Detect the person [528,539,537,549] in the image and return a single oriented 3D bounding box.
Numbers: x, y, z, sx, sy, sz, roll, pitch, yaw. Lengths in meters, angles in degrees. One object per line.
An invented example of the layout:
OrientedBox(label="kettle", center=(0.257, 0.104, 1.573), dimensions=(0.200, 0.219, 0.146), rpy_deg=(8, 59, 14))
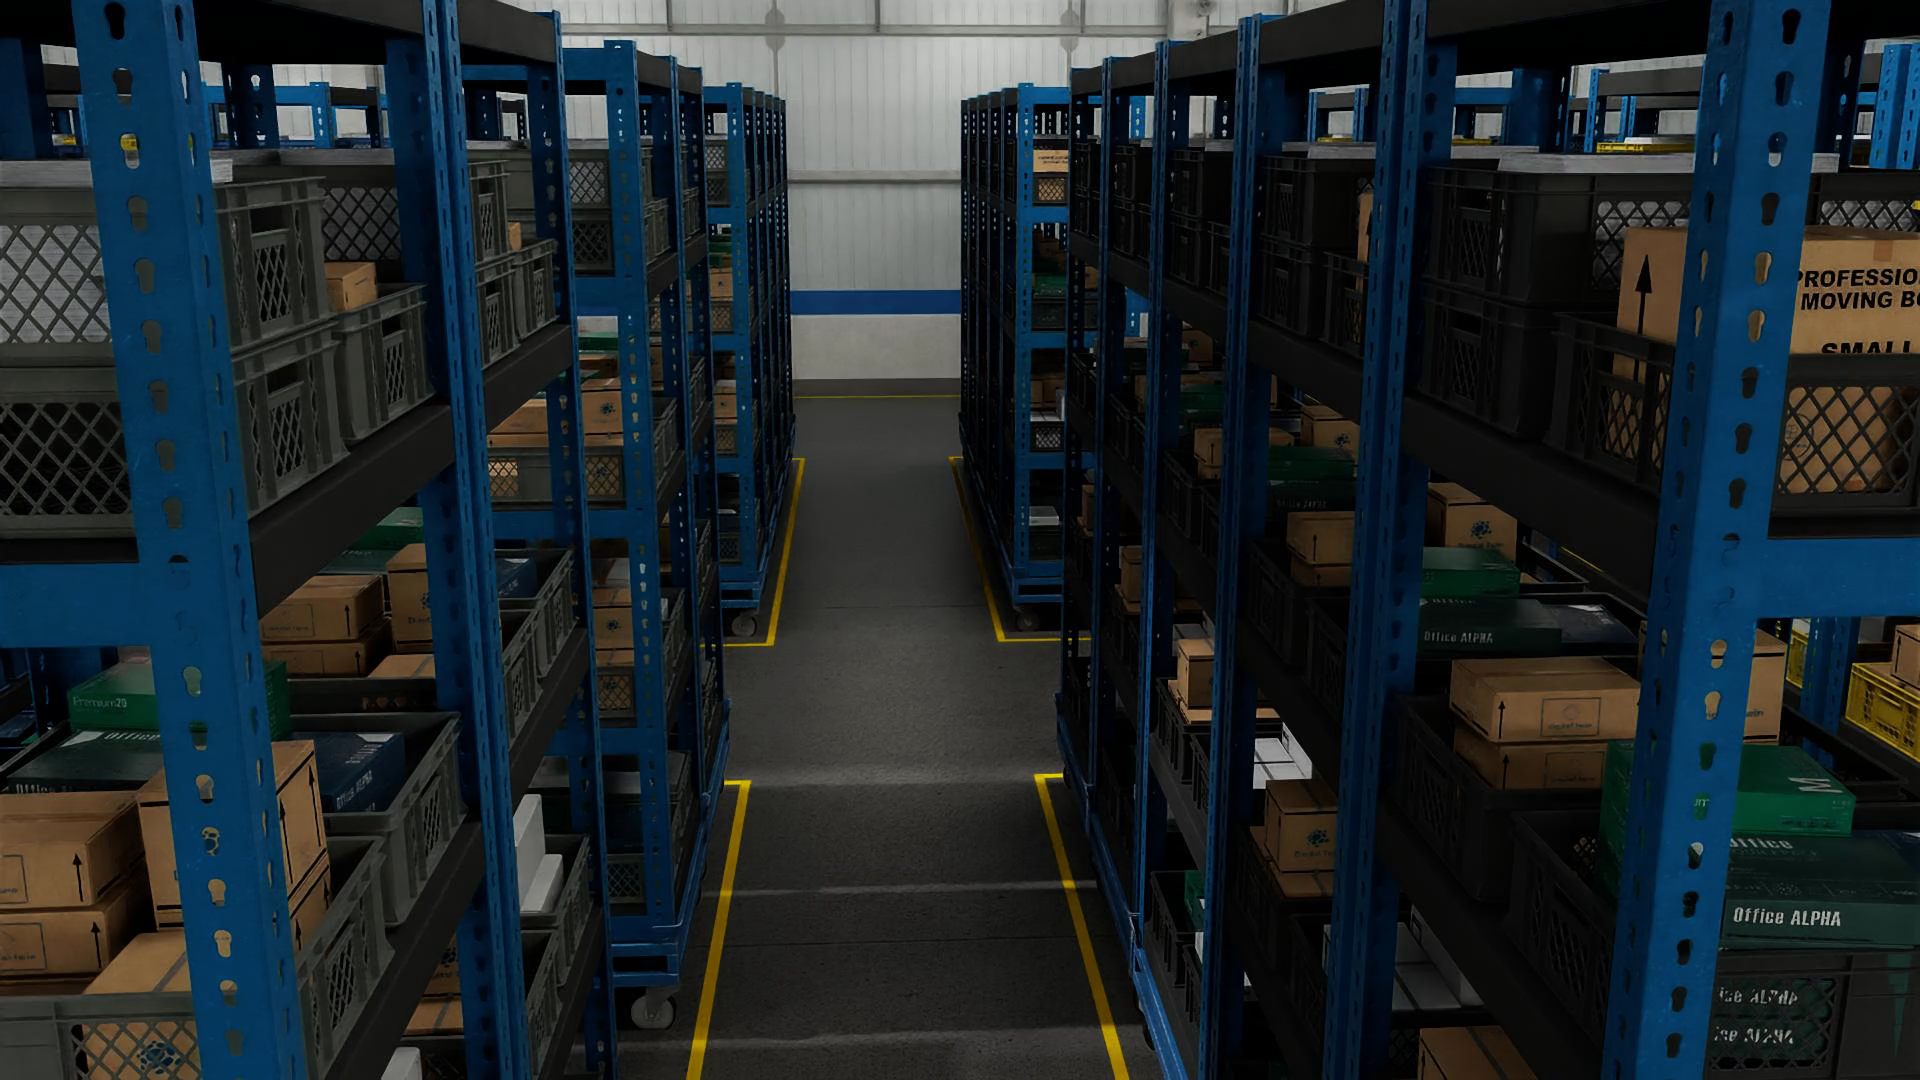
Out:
OrientedBox(label="person", center=(-2.865, -0.392, 11.624), dimensions=(0.586, 1.809, 0.932), rpy_deg=(-1, 14, -6))
